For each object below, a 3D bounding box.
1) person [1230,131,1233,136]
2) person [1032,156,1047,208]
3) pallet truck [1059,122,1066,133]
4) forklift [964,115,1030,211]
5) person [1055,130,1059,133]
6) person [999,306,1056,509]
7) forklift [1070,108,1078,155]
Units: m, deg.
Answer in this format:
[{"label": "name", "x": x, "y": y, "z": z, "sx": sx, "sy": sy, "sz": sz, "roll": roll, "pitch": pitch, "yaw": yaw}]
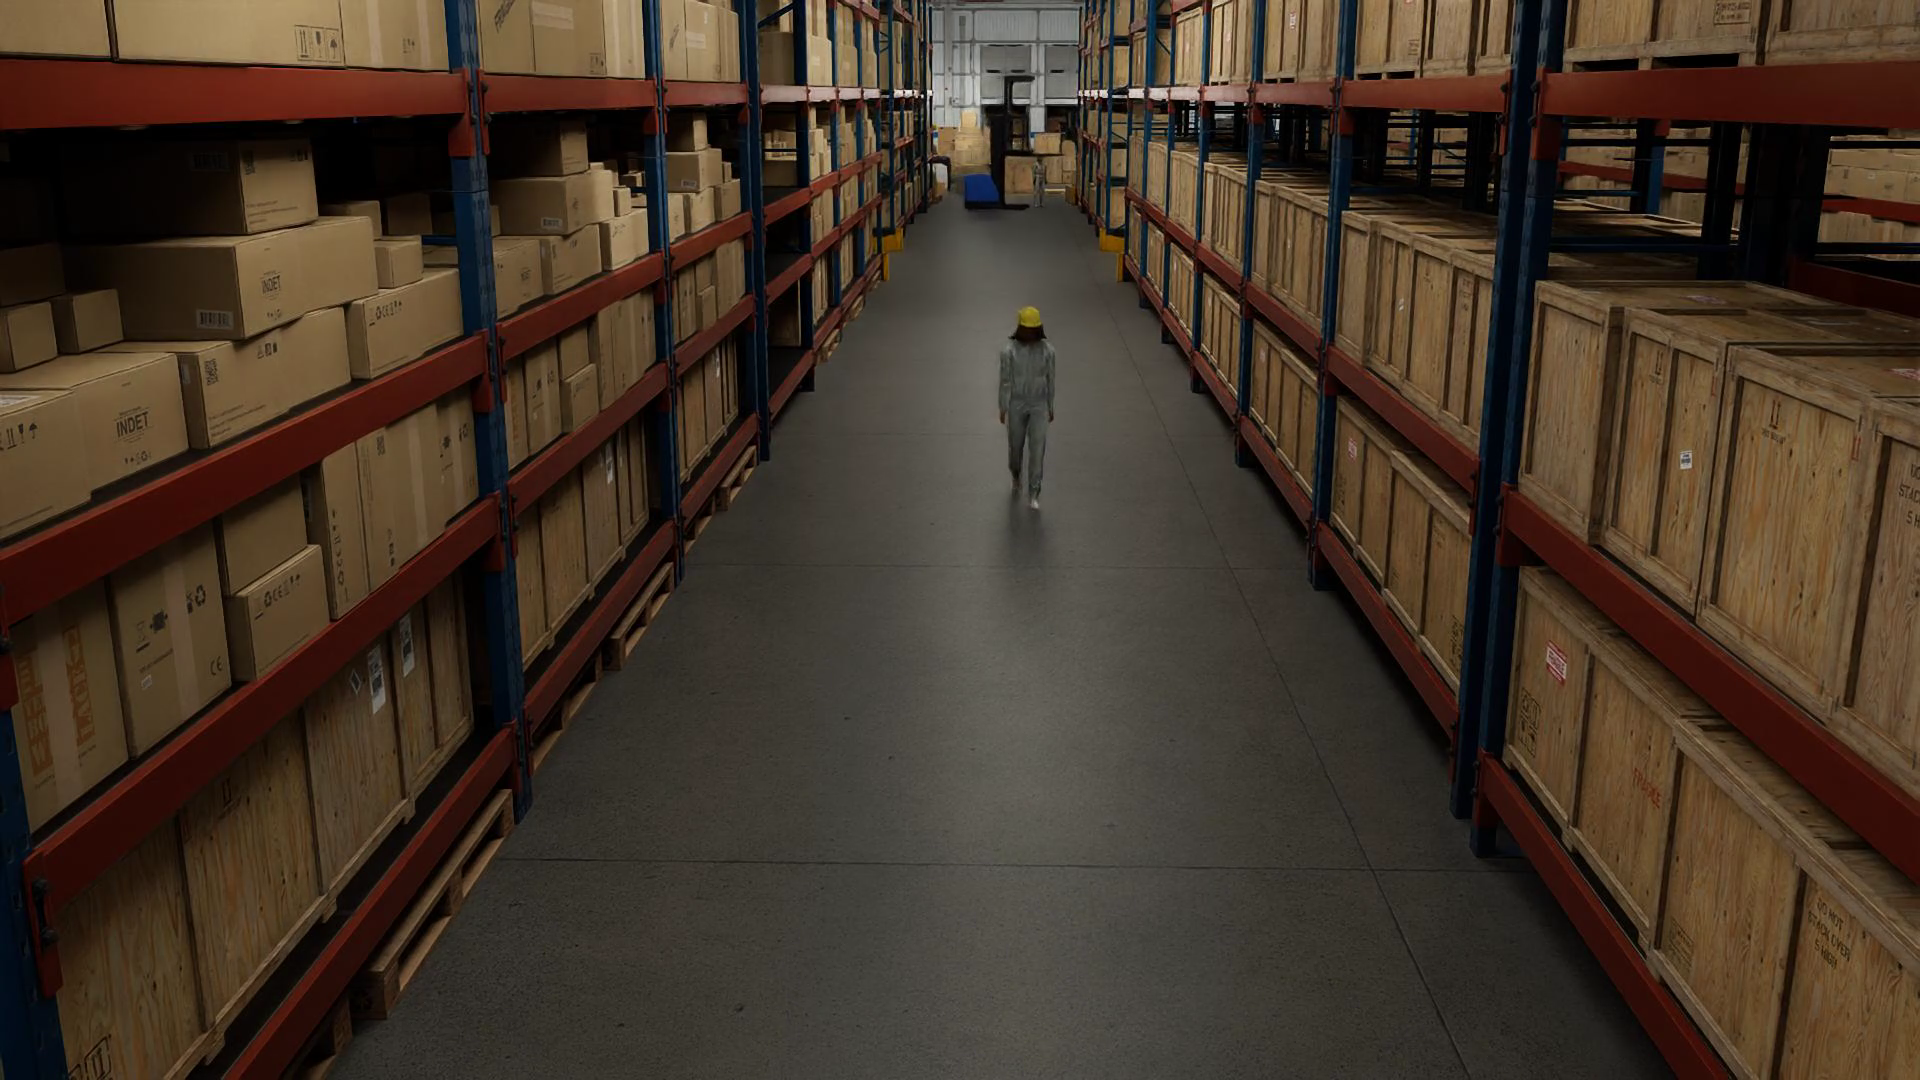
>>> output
[{"label": "person", "x": 11.733, "y": -16.475, "z": 70.979, "sx": 0.773, "sy": 1.880, "sz": 0.651, "roll": 4, "pitch": 16, "yaw": 15}, {"label": "person", "x": 2.469, "y": -11.148, "z": 51.625, "sx": 0.514, "sy": 1.641, "sz": 0.307, "roll": -8, "pitch": 17, "yaw": -29}, {"label": "pallet truck", "x": 5.788, "y": -21.111, "z": 88.014, "sx": 1.885, "sy": 1.965, "sz": 0.823, "roll": 5, "pitch": 16, "yaw": 18}, {"label": "forklift", "x": 1.117, "y": -11.352, "z": 50.029, "sx": 1.873, "sy": 2.768, "sz": 1.129, "roll": 2, "pitch": 15, "yaw": 8}, {"label": "person", "x": 4.983, "y": -20.404, "z": 86.074, "sx": 0.311, "sy": 1.635, "sz": 0.519, "roll": 5, "pitch": 16, "yaw": 17}, {"label": "person", "x": 0.579, "y": -1.183, "z": 14.406, "sx": 0.490, "sy": 1.716, "sz": 0.805, "roll": 0, "pitch": 15, "yaw": -2}, {"label": "forklift", "x": 5.548, "y": -18.497, "z": 76.614, "sx": 1.129, "sy": 2.768, "sz": 1.873, "roll": -7, "pitch": 17, "yaw": -24}]
